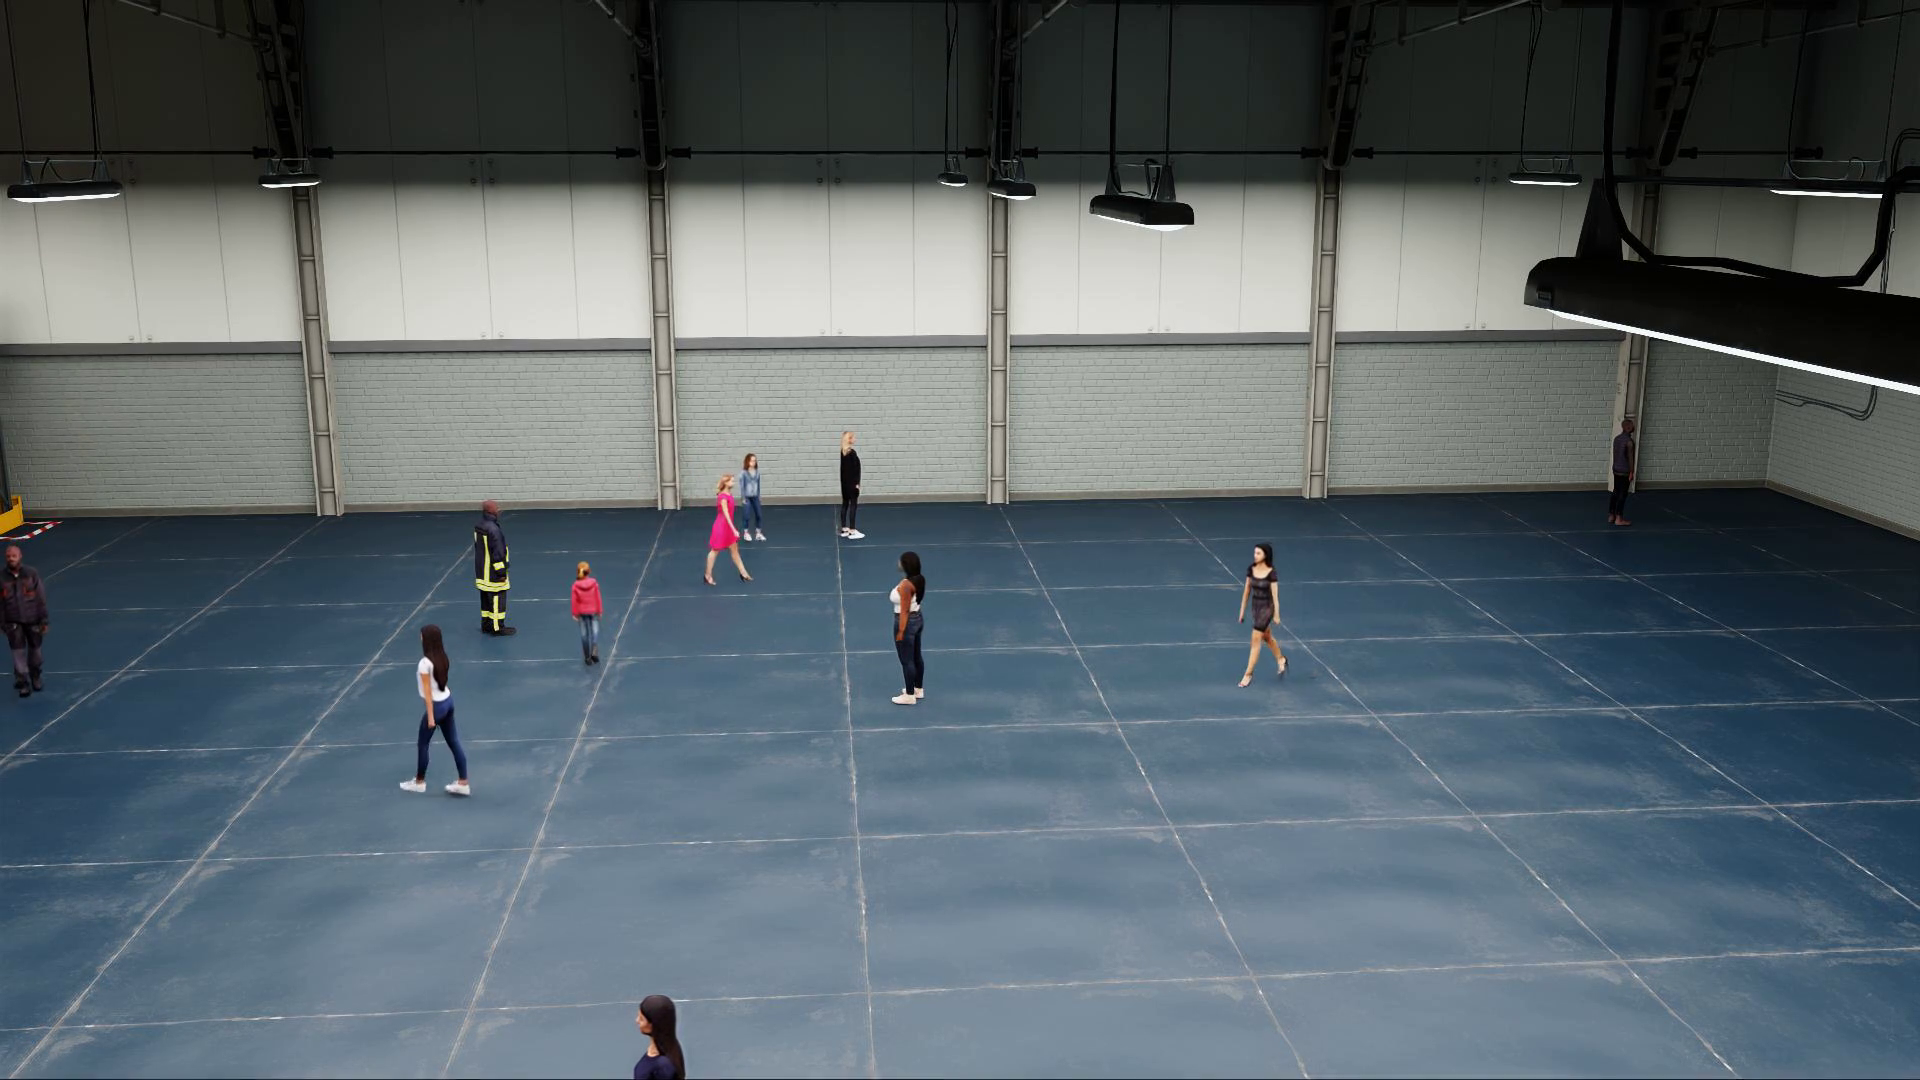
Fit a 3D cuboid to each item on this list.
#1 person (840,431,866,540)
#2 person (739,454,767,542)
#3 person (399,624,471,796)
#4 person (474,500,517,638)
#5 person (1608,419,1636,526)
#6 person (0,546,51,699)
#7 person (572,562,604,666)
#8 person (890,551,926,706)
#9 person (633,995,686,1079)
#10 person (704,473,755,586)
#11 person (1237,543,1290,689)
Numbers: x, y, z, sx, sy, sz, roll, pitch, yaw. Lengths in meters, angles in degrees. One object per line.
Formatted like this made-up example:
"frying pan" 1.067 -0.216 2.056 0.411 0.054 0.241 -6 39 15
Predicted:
"person" -1.848 -0.929 27.771 0.682 1.801 0.677 -9 16 -34
"person" -3.524 -0.705 27.561 0.758 1.460 0.794 -9 16 -33
"person" -5.084 1.714 16.485 1.020 1.745 0.807 3 13 14
"person" -6.243 0.358 22.169 0.889 1.822 0.865 -11 17 -39
"person" 11.478 -1.186 28.807 0.566 1.835 0.709 -2 13 -9
"person" -11.097 0.938 19.737 1.229 1.790 1.102 -8 15 -30
"person" -4.658 0.932 20.824 0.490 1.310 0.623 -3 13 -14
"person" -0.576 1.008 19.387 0.751 1.809 0.738 5 14 21
"person" -1.641 3.365 9.311 0.514 1.765 0.576 -1 13 -6
"person" -3.603 -0.139 24.610 1.053 1.688 0.766 3 13 12
"person" 3.707 0.901 20.003 1.208 1.741 1.001 -10 16 -36
